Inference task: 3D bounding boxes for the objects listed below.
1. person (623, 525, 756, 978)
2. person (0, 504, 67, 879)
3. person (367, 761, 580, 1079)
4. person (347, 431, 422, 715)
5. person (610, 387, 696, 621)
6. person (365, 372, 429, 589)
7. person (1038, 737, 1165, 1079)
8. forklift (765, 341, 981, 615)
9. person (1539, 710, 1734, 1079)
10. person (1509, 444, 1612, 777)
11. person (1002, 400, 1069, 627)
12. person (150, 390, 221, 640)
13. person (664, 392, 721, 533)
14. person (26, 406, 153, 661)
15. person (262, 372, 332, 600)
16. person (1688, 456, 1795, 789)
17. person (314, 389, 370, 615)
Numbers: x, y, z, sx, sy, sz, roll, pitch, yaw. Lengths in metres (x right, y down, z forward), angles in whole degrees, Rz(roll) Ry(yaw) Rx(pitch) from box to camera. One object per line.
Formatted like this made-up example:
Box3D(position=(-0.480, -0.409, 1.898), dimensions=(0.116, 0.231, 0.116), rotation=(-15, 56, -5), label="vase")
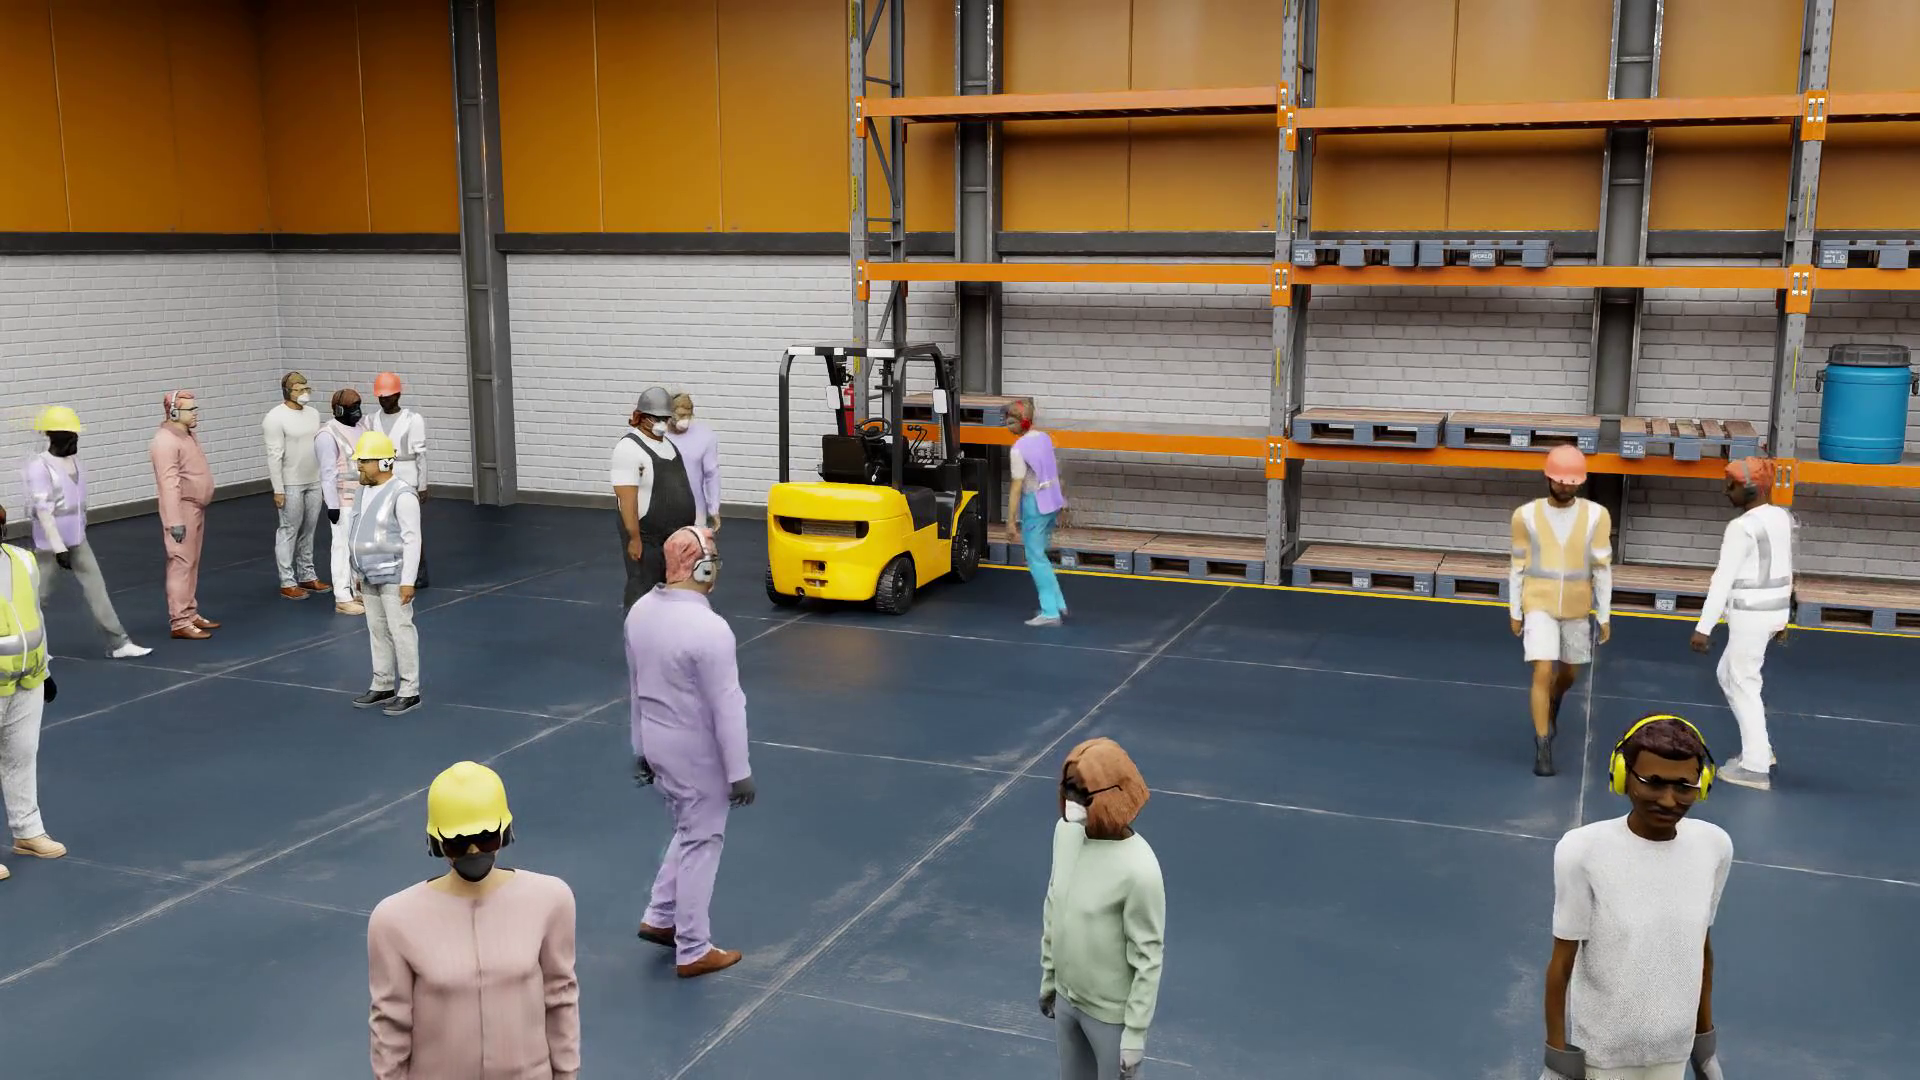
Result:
Box3D(position=(-1.083, 0.878, 6.864), dimensions=(0.427, 1.893, 0.645), rotation=(-8, 13, -38), label="person")
Box3D(position=(-4.636, 0.695, 8.005), dimensions=(0.429, 1.840, 0.636), rotation=(4, 11, 21), label="person")
Box3D(position=(-1.212, 1.412, 4.222), dimensions=(0.522, 1.768, 0.311), rotation=(-5, 11, -26), label="person")
Box3D(position=(-3.725, 0.209, 10.734), dimensions=(0.600, 1.832, 0.404), rotation=(8, 13, 36), label="person")
Box3D(position=(-2.124, -0.076, 11.741), dimensions=(0.536, 2.000, 0.673), rotation=(3, 11, 19), label="person")
Box3D(position=(-4.896, -0.502, 14.444), dimensions=(0.556, 1.925, 0.406), rotation=(2, 10, 12), label="person")
Box3D(position=(0.397, 1.365, 4.852), dimensions=(0.289, 1.633, 0.498), rotation=(-6, 12, -31), label="person")
Box3D(position=(-0.739, -0.602, 14.246), dimensions=(1.214, 2.155, 2.313), rotation=(4, 11, 21), label="forklift")
Box3D(position=(1.753, 1.344, 4.324), dimensions=(0.523, 1.865, 0.317), rotation=(-2, 10, -12), label="person")
Box3D(position=(3.476, 0.362, 9.692), dimensions=(0.566, 1.907, 0.808), rotation=(2, 10, 13), label="person")
Box3D(position=(0.591, -0.200, 13.081), dimensions=(0.492, 1.804, 0.588), rotation=(5, 11, 25), label="person")
Box3D(position=(-5.941, -0.198, 12.798), dimensions=(0.401, 1.907, 0.646), rotation=(-2, 10, -12), label="person")
Box3D(position=(-2.213, -0.235, 13.085), dimensions=(0.617, 1.896, 0.974), rotation=(-4, 11, -23), label="person")
Box3D(position=(-6.440, -0.027, 11.956), dimensions=(1.013, 1.874, 0.600), rotation=(1, 10, 6), label="person")
Box3D(position=(-5.655, -0.468, 14.213), dimensions=(0.355, 1.938, 0.634), rotation=(3, 11, 16), label="person")
Box3D(position=(4.407, 0.457, 9.277), dimensions=(0.607, 1.858, 0.470), rotation=(-9, 14, -41), label="person")
Box3D(position=(-4.988, -0.322, 13.669), dimensions=(0.429, 1.842, 0.637), rotation=(2, 10, 13), label="person")
